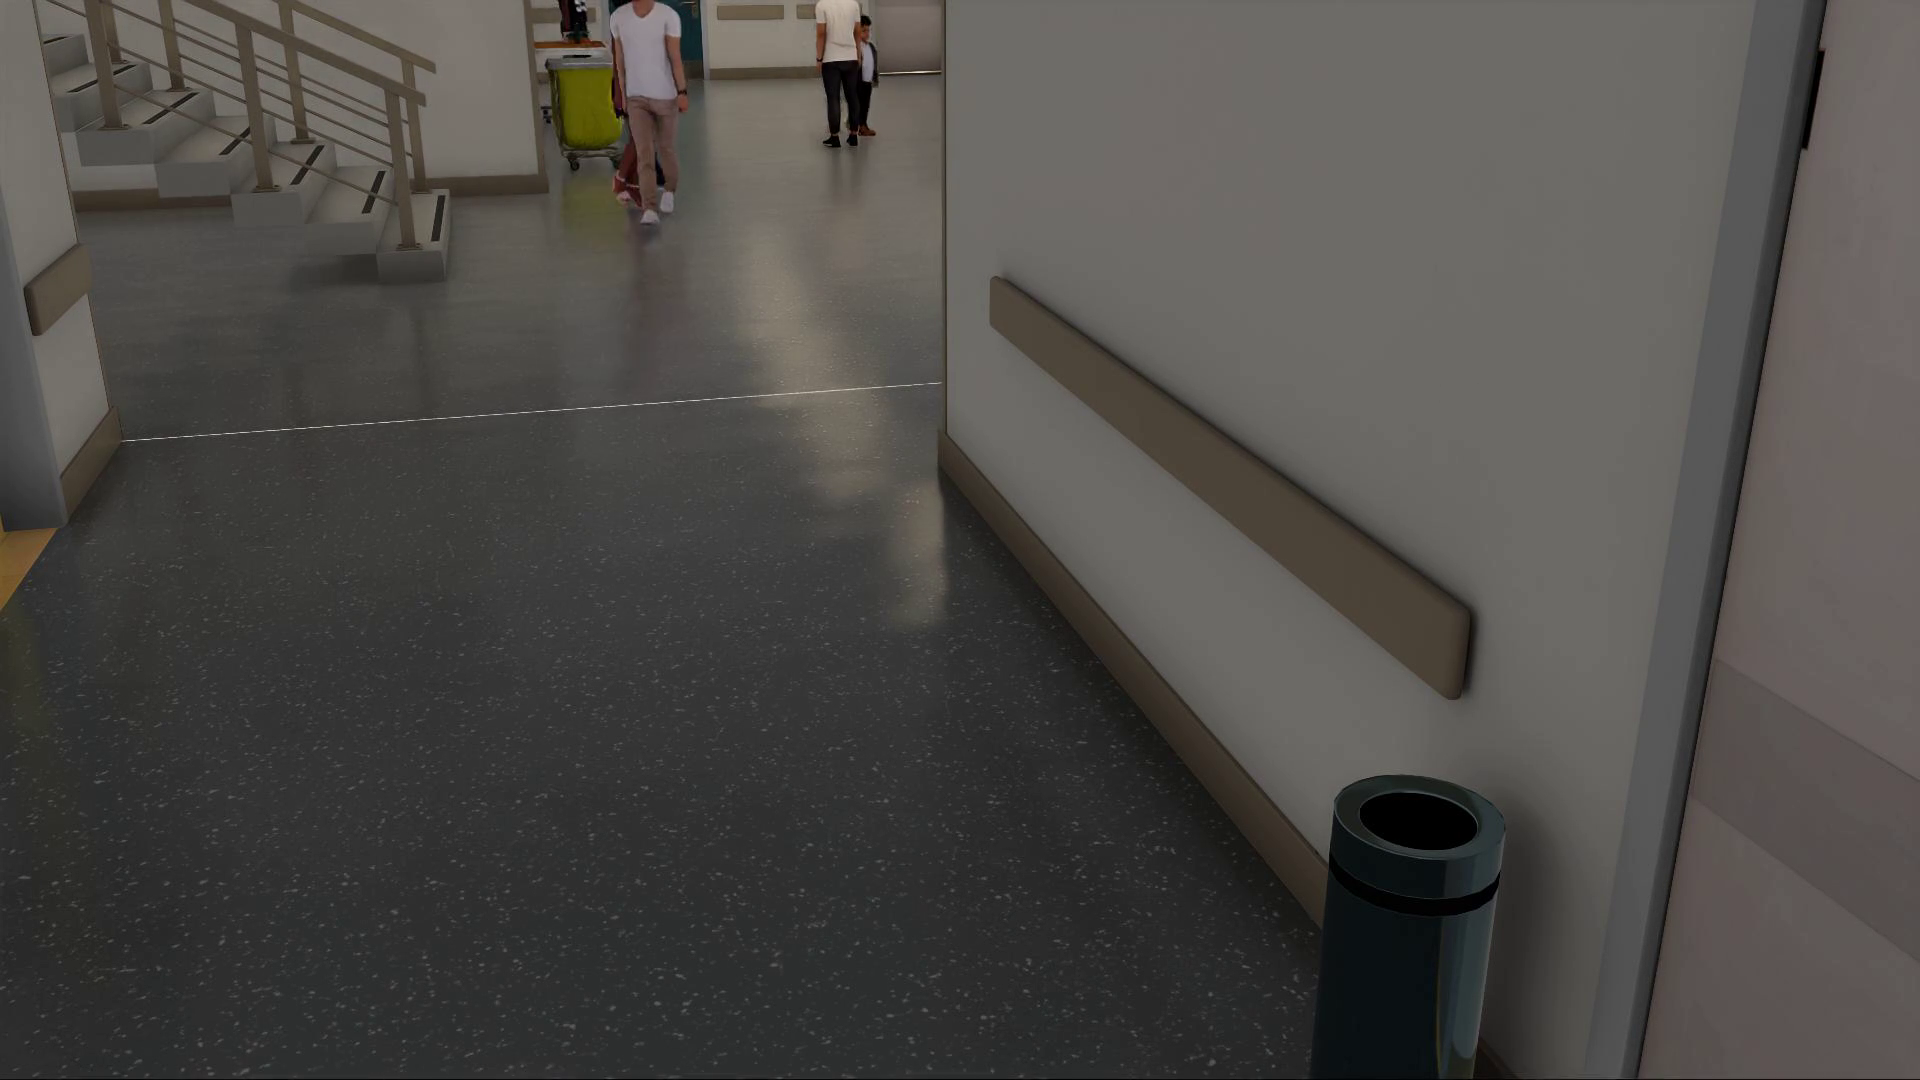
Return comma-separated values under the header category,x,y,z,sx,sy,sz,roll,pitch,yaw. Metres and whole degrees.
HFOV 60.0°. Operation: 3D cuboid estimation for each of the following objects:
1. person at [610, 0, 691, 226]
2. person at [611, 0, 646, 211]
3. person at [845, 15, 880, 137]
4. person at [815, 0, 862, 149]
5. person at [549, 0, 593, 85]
category,x,y,z,sx,sy,sz,roll,pitch,yaw
person,-2.261,-3.281,12.361,1.293,1.834,1.009,0,21,0
person,-2.602,-3.420,12.814,0.784,1.773,0.724,8,22,21
person,-1.053,-4.828,17.317,0.674,1.217,0.607,17,27,38
person,-1.191,-4.771,16.415,0.532,1.717,0.720,-10,23,-24
person,-4.597,-5.942,19.557,1.004,1.713,0.868,4,21,10
